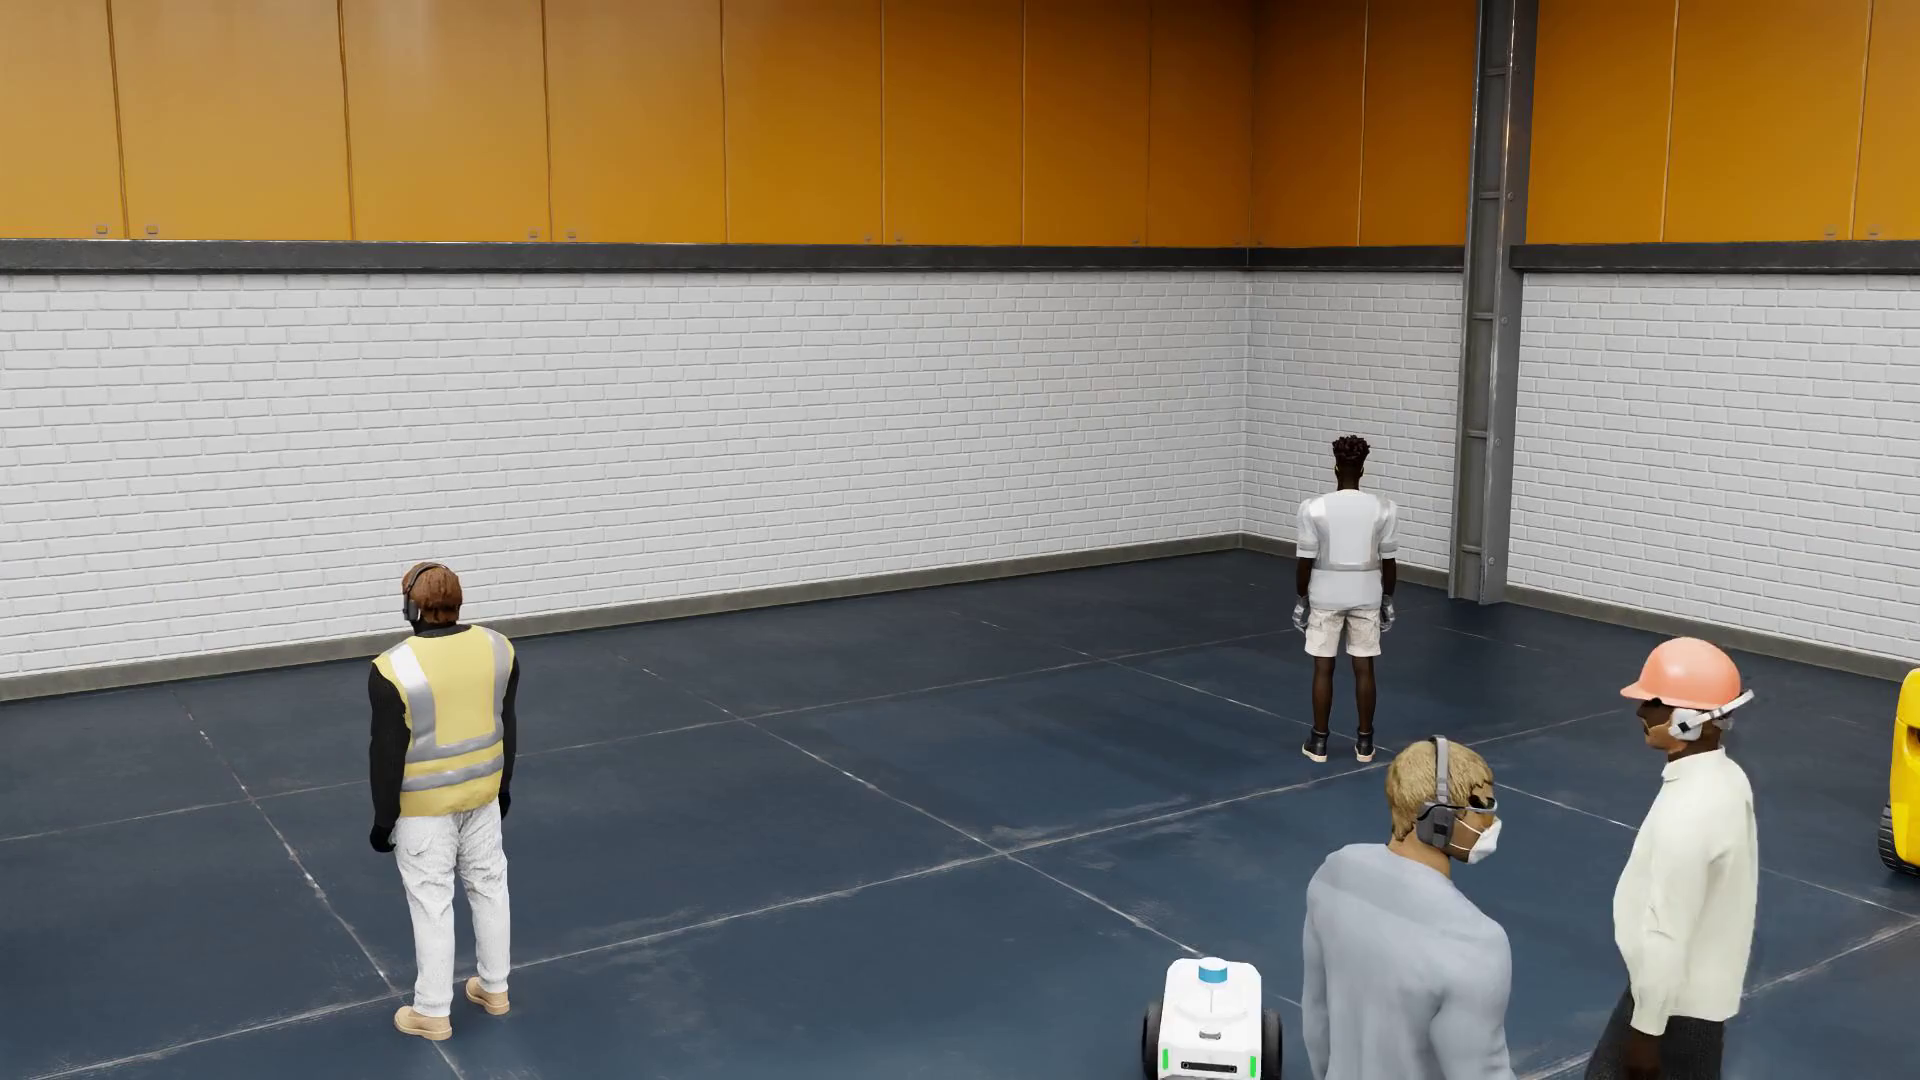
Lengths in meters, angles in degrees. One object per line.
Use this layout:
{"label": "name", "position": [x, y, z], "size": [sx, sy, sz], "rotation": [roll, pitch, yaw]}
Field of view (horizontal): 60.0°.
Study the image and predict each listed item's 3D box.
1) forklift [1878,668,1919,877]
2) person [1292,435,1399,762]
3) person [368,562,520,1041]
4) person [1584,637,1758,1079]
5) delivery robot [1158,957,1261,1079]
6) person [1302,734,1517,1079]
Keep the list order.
{"label": "forklift", "position": [5.511, 0.571, 7.906], "size": [2.313, 2.155, 1.214], "rotation": [-6, 11, -33]}
{"label": "person", "position": [2.290, 0.352, 9.906], "size": [0.613, 1.964, 0.361], "rotation": [0, 9, 2]}
{"label": "person", "position": [-1.997, 0.994, 6.416], "size": [0.429, 1.845, 0.621], "rotation": [8, 12, 39]}
{"label": "person", "position": [2.050, 1.237, 4.621], "size": [0.981, 1.956, 0.622], "rotation": [6, 11, 30]}
{"label": "delivery robot", "position": [0.873, 1.696, 5.774], "size": [0.477, 0.478, 0.707], "rotation": [2, 10, 10]}
{"label": "person", "position": [1.009, 1.386, 3.769], "size": [0.351, 1.935, 0.635], "rotation": [-4, 10, -22]}
